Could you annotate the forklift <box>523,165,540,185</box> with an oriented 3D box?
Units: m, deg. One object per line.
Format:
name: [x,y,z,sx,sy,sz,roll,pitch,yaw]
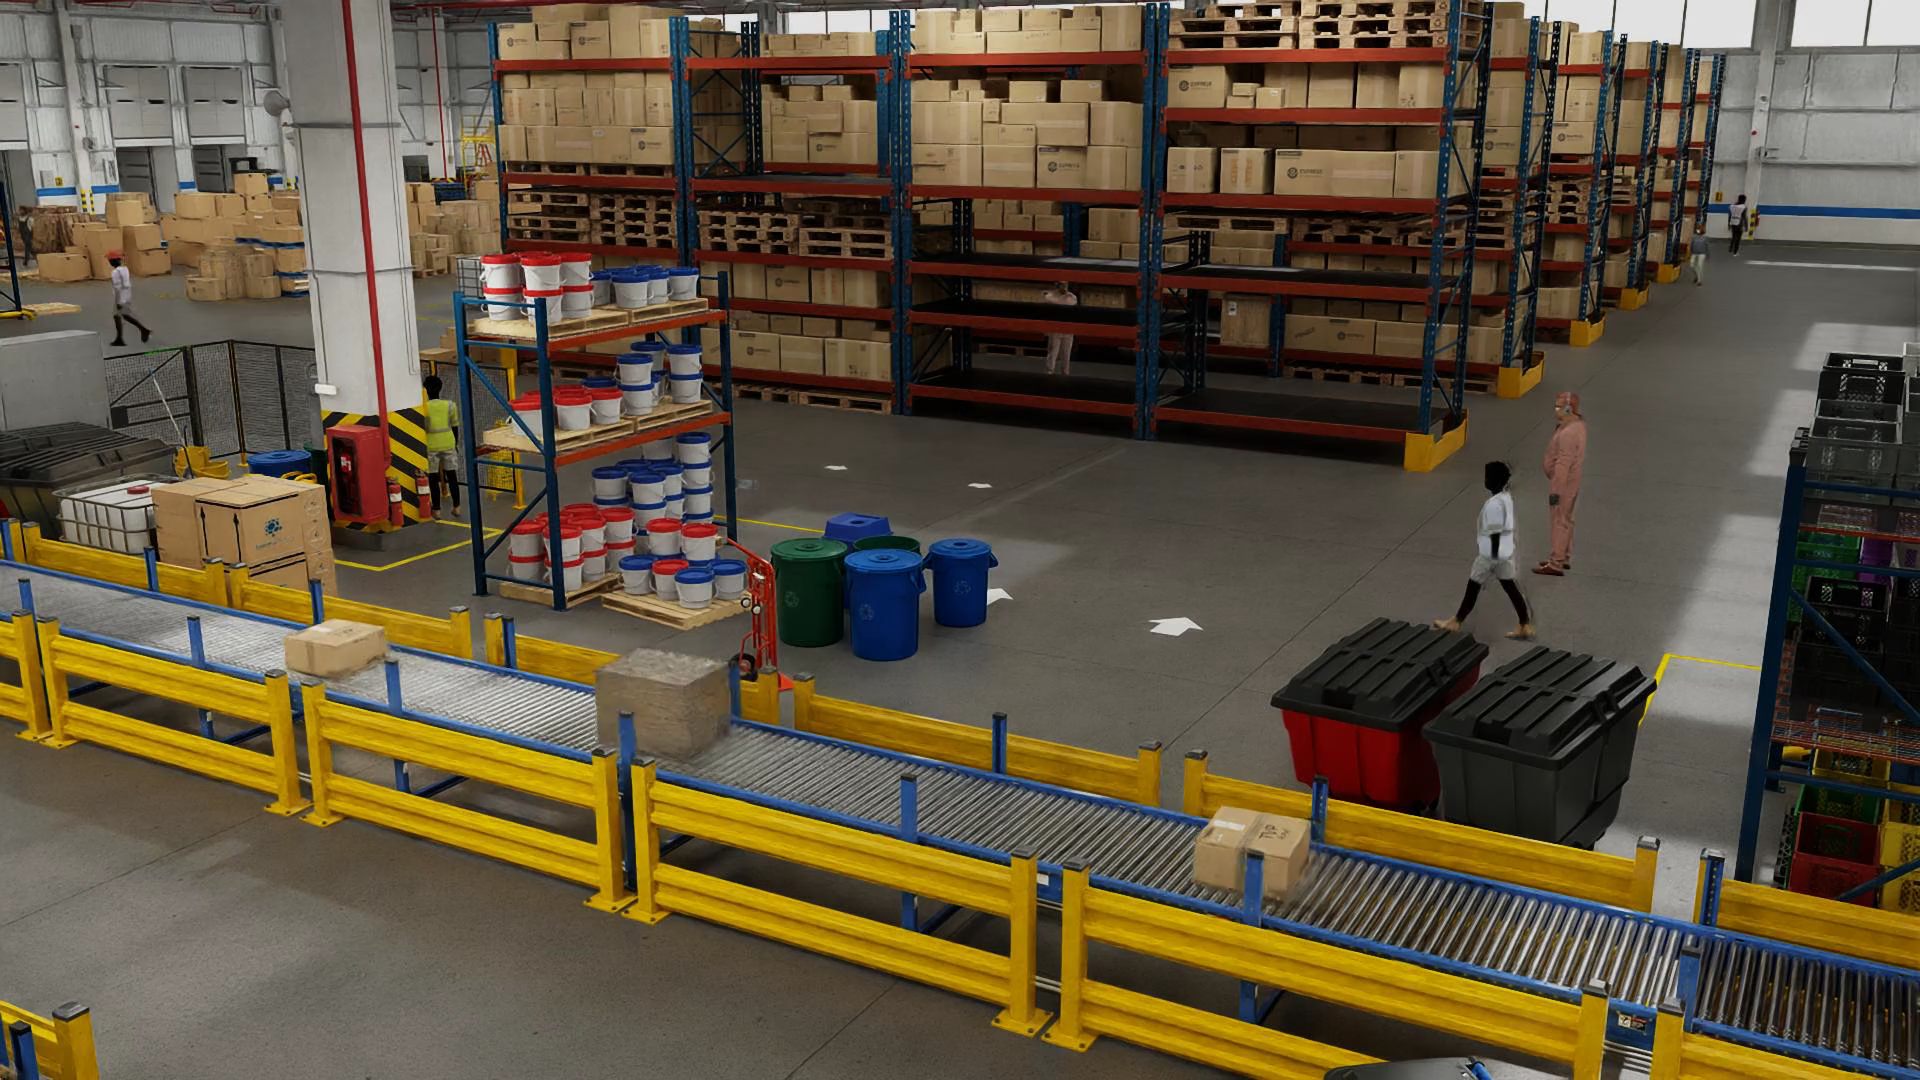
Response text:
forklift: [-16.560,-13.622,64.309,1.873,2.768,1.129,3,15,10]

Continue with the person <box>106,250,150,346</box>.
person: [-16.575,-4.797,32.979,0.707,1.914,0.557,0,15,2]

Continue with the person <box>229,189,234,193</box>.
person: [-26.178,-11.859,60.081,0.313,1.633,0.536,-9,17,-30]

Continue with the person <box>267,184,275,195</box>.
person: [-23.841,-11.391,57.793,0.625,1.909,0.758,2,15,8]

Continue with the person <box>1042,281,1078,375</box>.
person: [1.711,-3.518,28.181,0.642,1.913,0.408,-7,16,-23]

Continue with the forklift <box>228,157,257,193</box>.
forklift: [-24.704,-11.836,57.594,1.873,2.768,1.129,8,17,28]

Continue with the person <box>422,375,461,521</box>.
person: [-6.095,-1.076,19.412,0.540,1.695,0.317,-12,19,-39]

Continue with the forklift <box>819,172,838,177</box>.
forklift: [-4.902,-13.109,62.379,1.873,2.768,1.129,-11,18,-35]

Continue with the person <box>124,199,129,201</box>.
person: [-26.039,-9.823,52.231,0.489,1.730,0.426,3,15,11]

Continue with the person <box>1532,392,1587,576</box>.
person: [6.198,-0.580,17.151,0.401,1.906,0.659,8,17,27]

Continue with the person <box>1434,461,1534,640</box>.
person: [4.852,0.095,15.098,0.883,1.649,0.545,10,18,32]

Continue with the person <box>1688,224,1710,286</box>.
person: [19.381,-7.468,43.583,0.402,1.607,0.609,-13,19,-39]

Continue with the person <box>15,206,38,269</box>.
person: [-27.006,-8.773,48.166,0.516,1.804,0.970,4,15,15]

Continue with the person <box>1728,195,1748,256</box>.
person: [24.275,-9.807,51.846,0.533,1.898,0.610,-6,16,-21]

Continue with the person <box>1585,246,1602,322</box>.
person: [13.725,-5.794,36.479,0.371,2.047,0.608,-12,19,-37]

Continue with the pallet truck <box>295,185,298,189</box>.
pallet truck: [-26.804,-14.617,69.738,1.885,1.965,0.823,-14,20,-42]
